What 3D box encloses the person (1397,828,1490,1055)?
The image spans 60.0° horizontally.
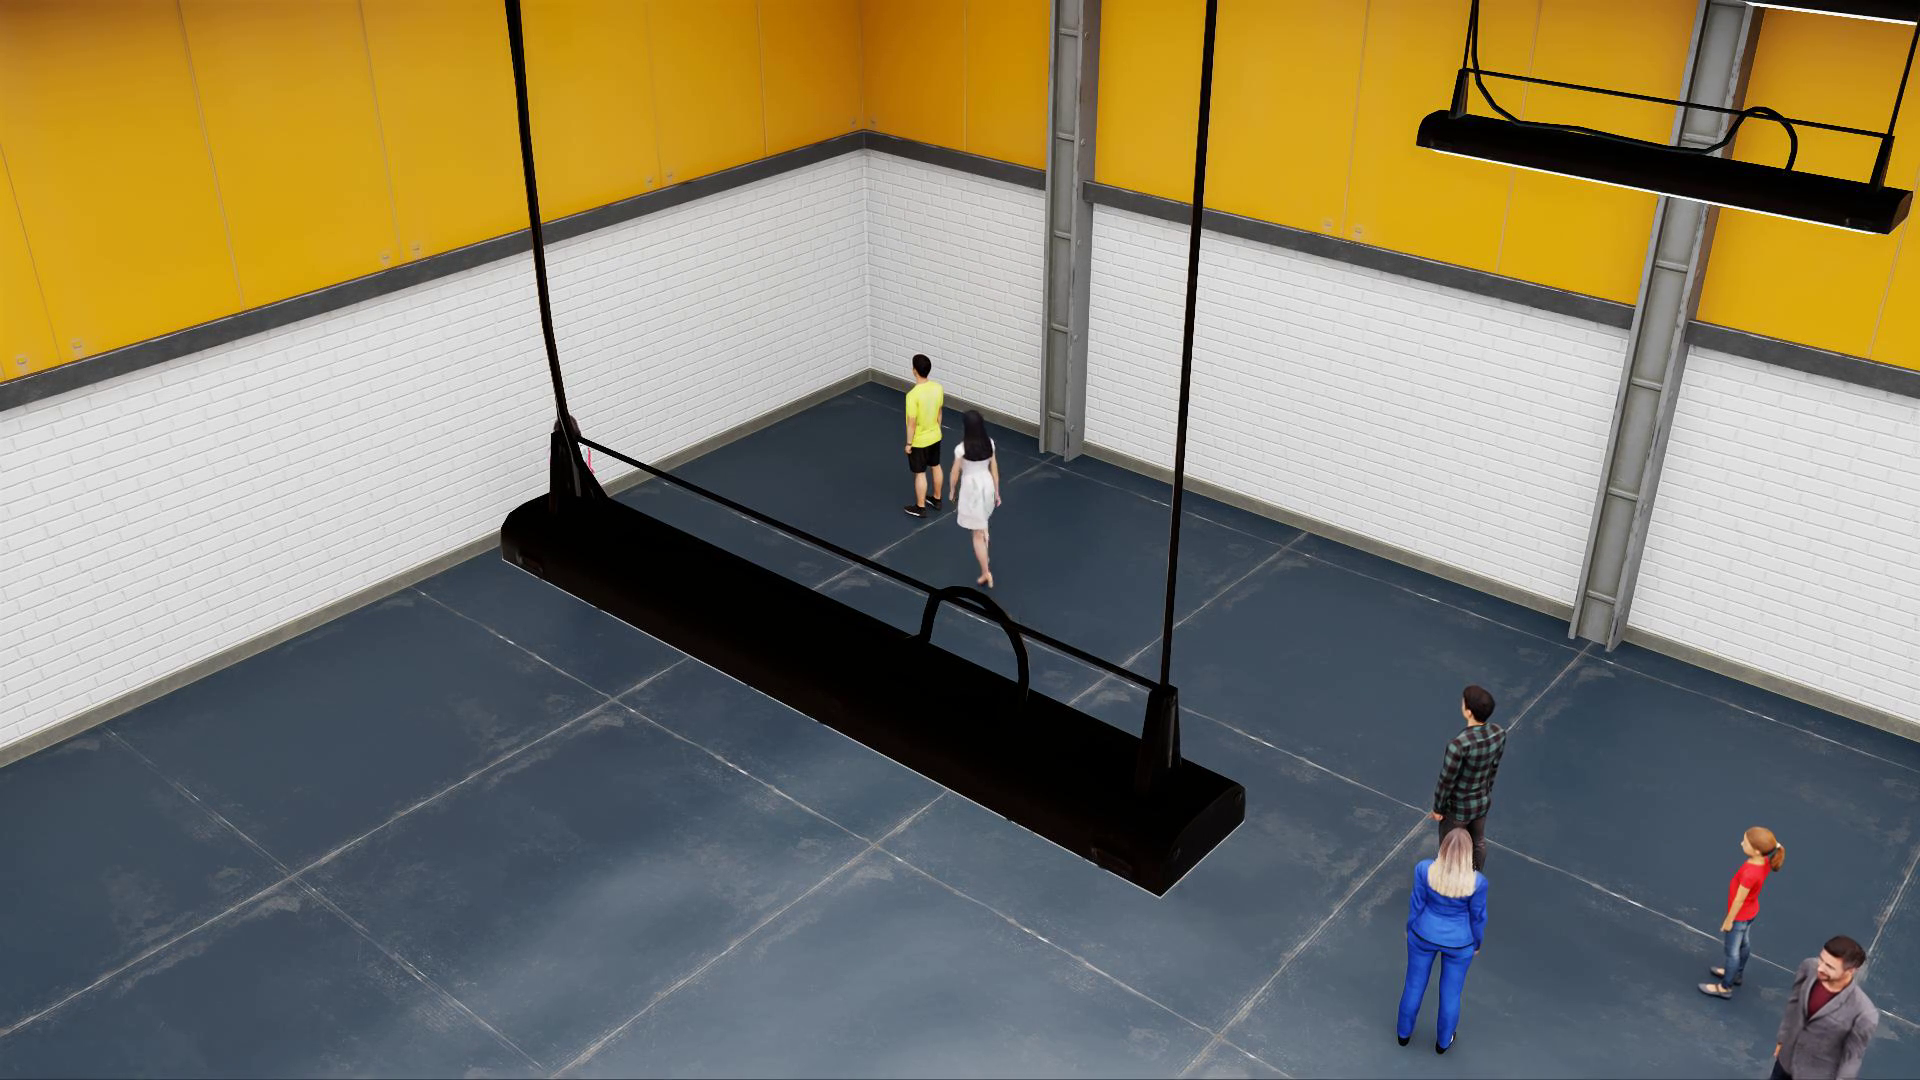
[{"bbox_3d":[2.968,2.466,10.250,0.596,1.701,0.740,11,31,19],"label":"person"}]

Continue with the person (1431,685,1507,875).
[{"bbox_3d":[3.453,1.738,11.290,0.732,1.709,0.662,-14,32,-24],"label":"person"}]

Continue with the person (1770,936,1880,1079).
[{"bbox_3d":[4.736,2.925,9.237,0.824,1.867,0.708,-9,30,-17],"label":"person"}]

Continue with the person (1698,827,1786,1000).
[{"bbox_3d":[5.080,2.404,10.776,0.463,1.308,0.472,23,36,35],"label":"person"}]

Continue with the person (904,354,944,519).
[{"bbox_3d":[-0.348,-1.054,16.698,0.647,1.708,0.577,-24,36,-36],"label":"person"}]

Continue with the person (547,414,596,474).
[{"bbox_3d":[-3.644,-0.455,15.700,0.648,1.612,0.601,-18,33,-29],"label":"person"}]

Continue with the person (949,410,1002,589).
[{"bbox_3d":[0.195,-0.331,15.321,0.753,1.756,0.856,-14,31,-23],"label":"person"}]
